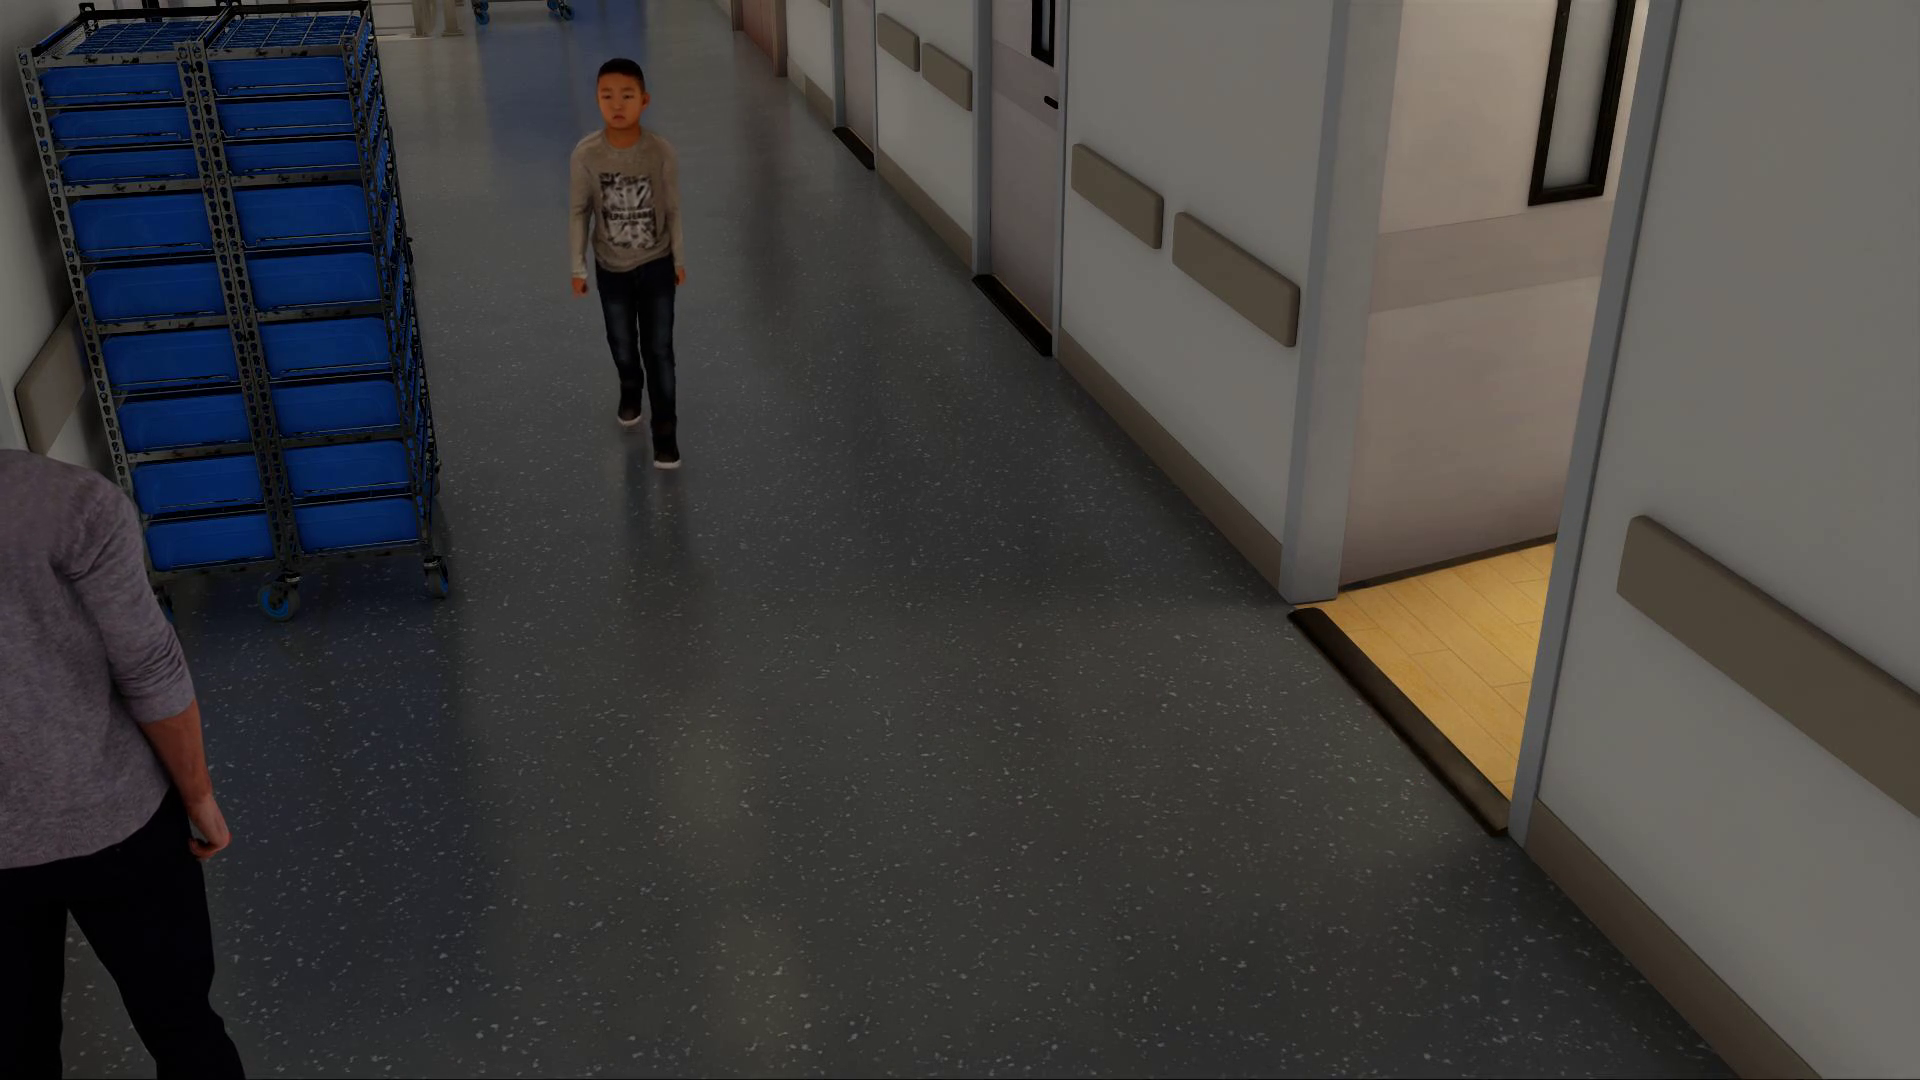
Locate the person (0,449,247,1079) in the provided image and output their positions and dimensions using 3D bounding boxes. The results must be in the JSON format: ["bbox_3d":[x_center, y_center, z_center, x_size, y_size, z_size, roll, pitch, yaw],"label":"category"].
[{"bbox_3d":[-1.443,0.448,2.620,0.655,1.843,0.522,-6,26,-12],"label":"person"}]

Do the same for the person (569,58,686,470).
[{"bbox_3d":[-1.220,-1.039,6.180,0.624,1.429,1.023,-4,26,-8],"label":"person"}]
